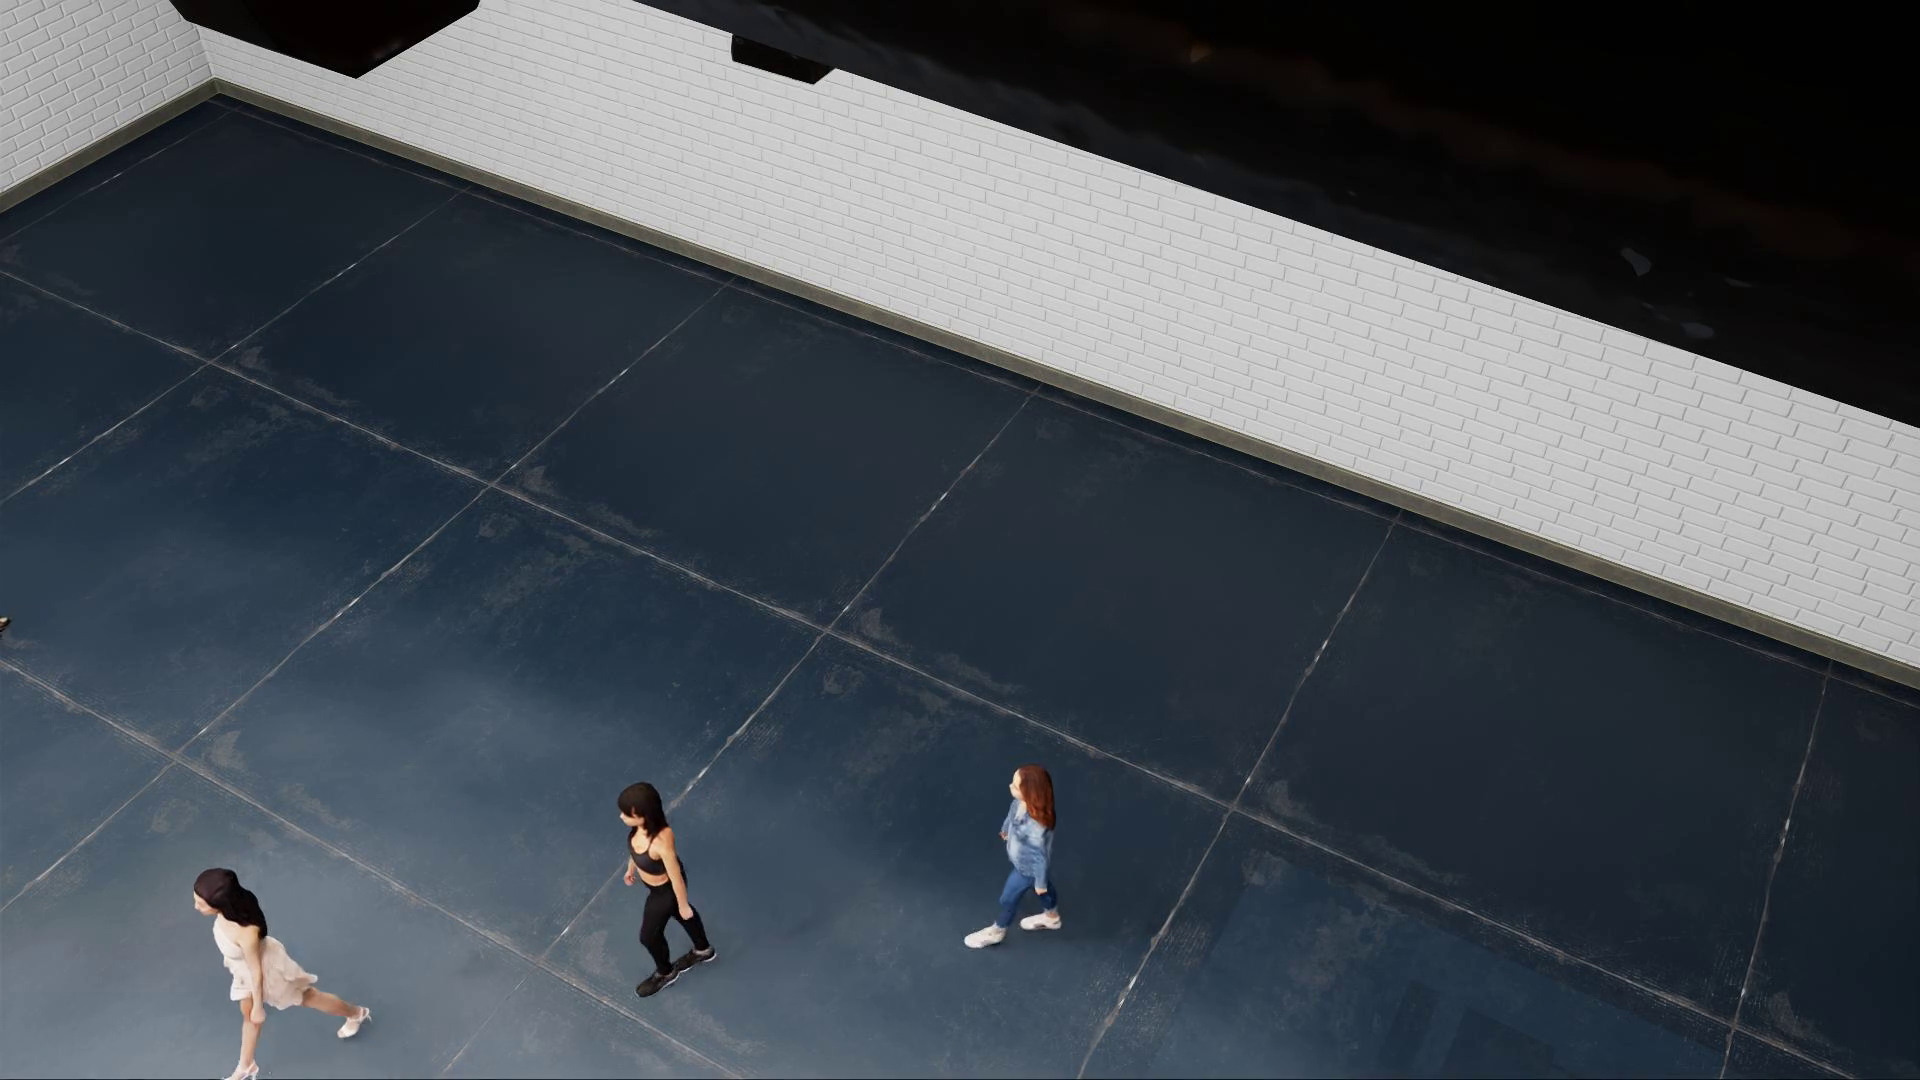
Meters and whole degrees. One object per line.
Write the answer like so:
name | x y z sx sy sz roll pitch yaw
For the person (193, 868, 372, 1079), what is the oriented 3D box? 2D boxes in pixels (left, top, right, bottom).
person | -3.447 2.182 8.510 1.132 1.685 0.866 -28 50 -27

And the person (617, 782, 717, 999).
person | -1.512 1.816 8.936 0.839 1.626 0.751 -20 47 -20

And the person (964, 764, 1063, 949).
person | 0.460 1.735 9.143 0.890 1.458 0.863 -4 44 -4
